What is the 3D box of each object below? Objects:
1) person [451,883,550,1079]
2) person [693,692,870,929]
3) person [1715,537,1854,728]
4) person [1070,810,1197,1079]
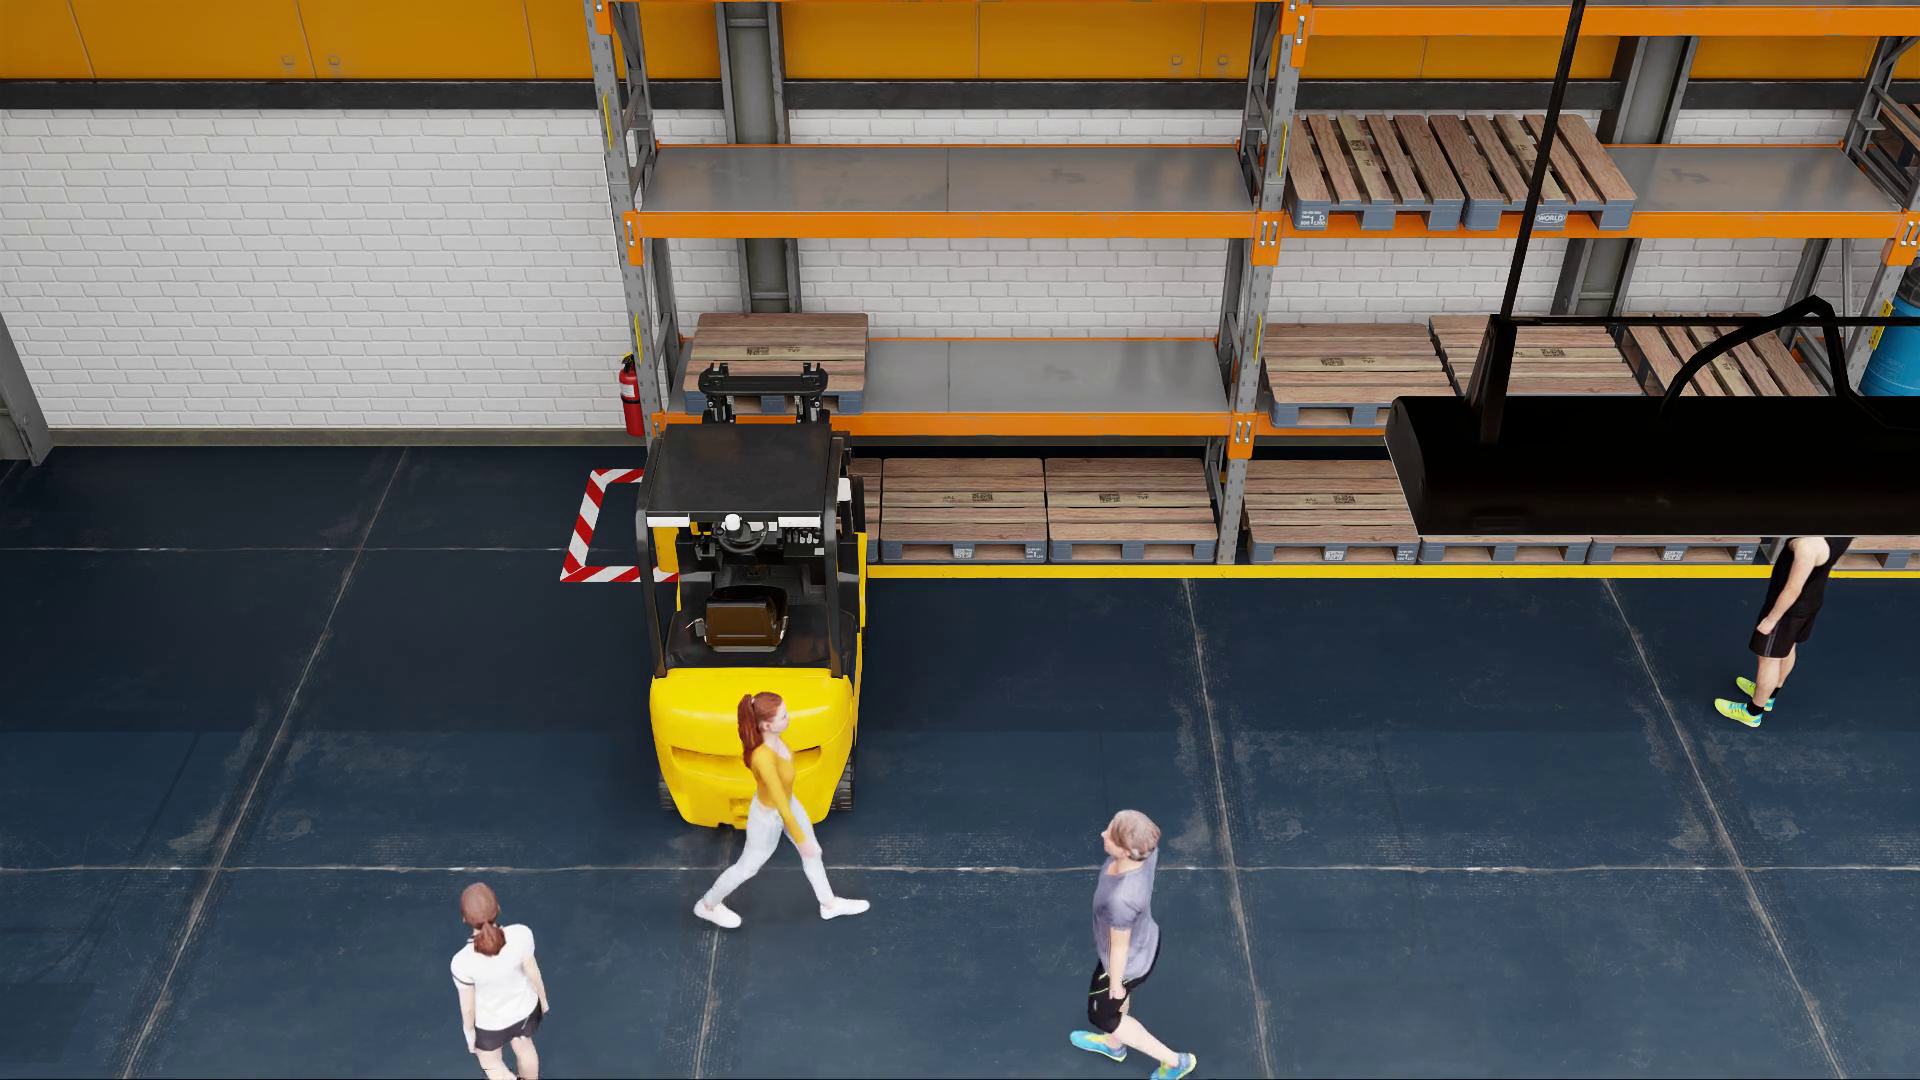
[{"bbox_3d":[-2.144,2.322,7.939,0.901,1.735,0.921,-25,45,-28],"label":"person"},{"bbox_3d":[-1.106,1.524,8.964,1.203,1.704,0.604,0,39,0],"label":"person"},{"bbox_3d":[5.137,0.371,10.258,0.744,1.890,0.822,-29,47,-31],"label":"person"},{"bbox_3d":[0.891,2.043,8.184,1.007,1.866,0.828,12,40,14],"label":"person"}]
